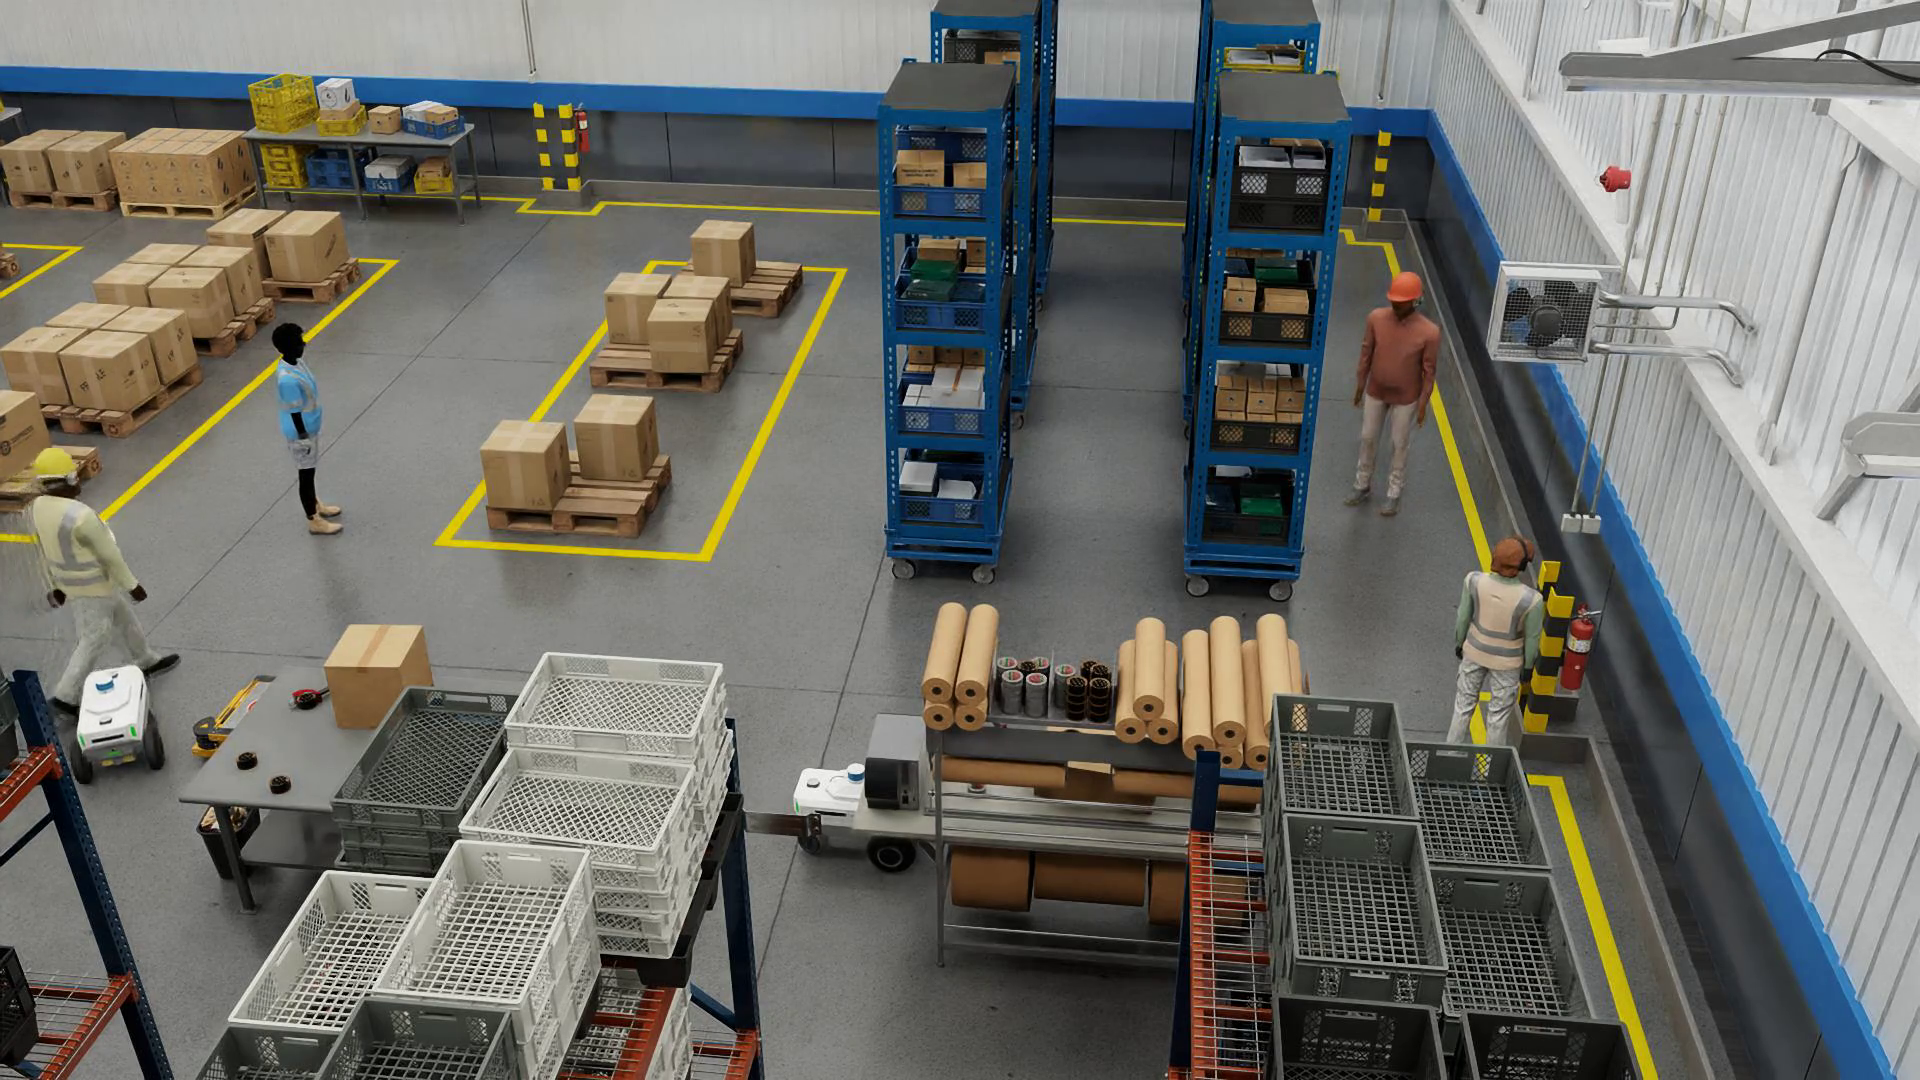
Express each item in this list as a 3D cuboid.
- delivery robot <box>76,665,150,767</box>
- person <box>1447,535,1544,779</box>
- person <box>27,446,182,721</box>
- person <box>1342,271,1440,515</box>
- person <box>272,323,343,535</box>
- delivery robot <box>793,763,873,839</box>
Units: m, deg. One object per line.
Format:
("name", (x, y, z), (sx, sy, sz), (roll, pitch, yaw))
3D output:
("delivery robot", (-5.315, 1.072, 10.435), (0.477, 0.478, 0.707), (-10, 32, -17))
("person", (3.228, 0.712, 10.071), (0.514, 1.640, 0.310), (22, 37, 32))
("person", (-5.657, 0.273, 10.686), (0.600, 1.790, 0.893), (22, 37, 32))
("person", (3.348, -1.148, 12.917), (0.622, 1.992, 0.395), (21, 36, 31))
("person", (-5.021, -0.863, 12.716), (0.322, 1.699, 0.536), (-9, 31, -15))
("delivery robot", (-0.599, 1.519, 9.666), (0.707, 0.478, 0.477), (4, 31, 7))
